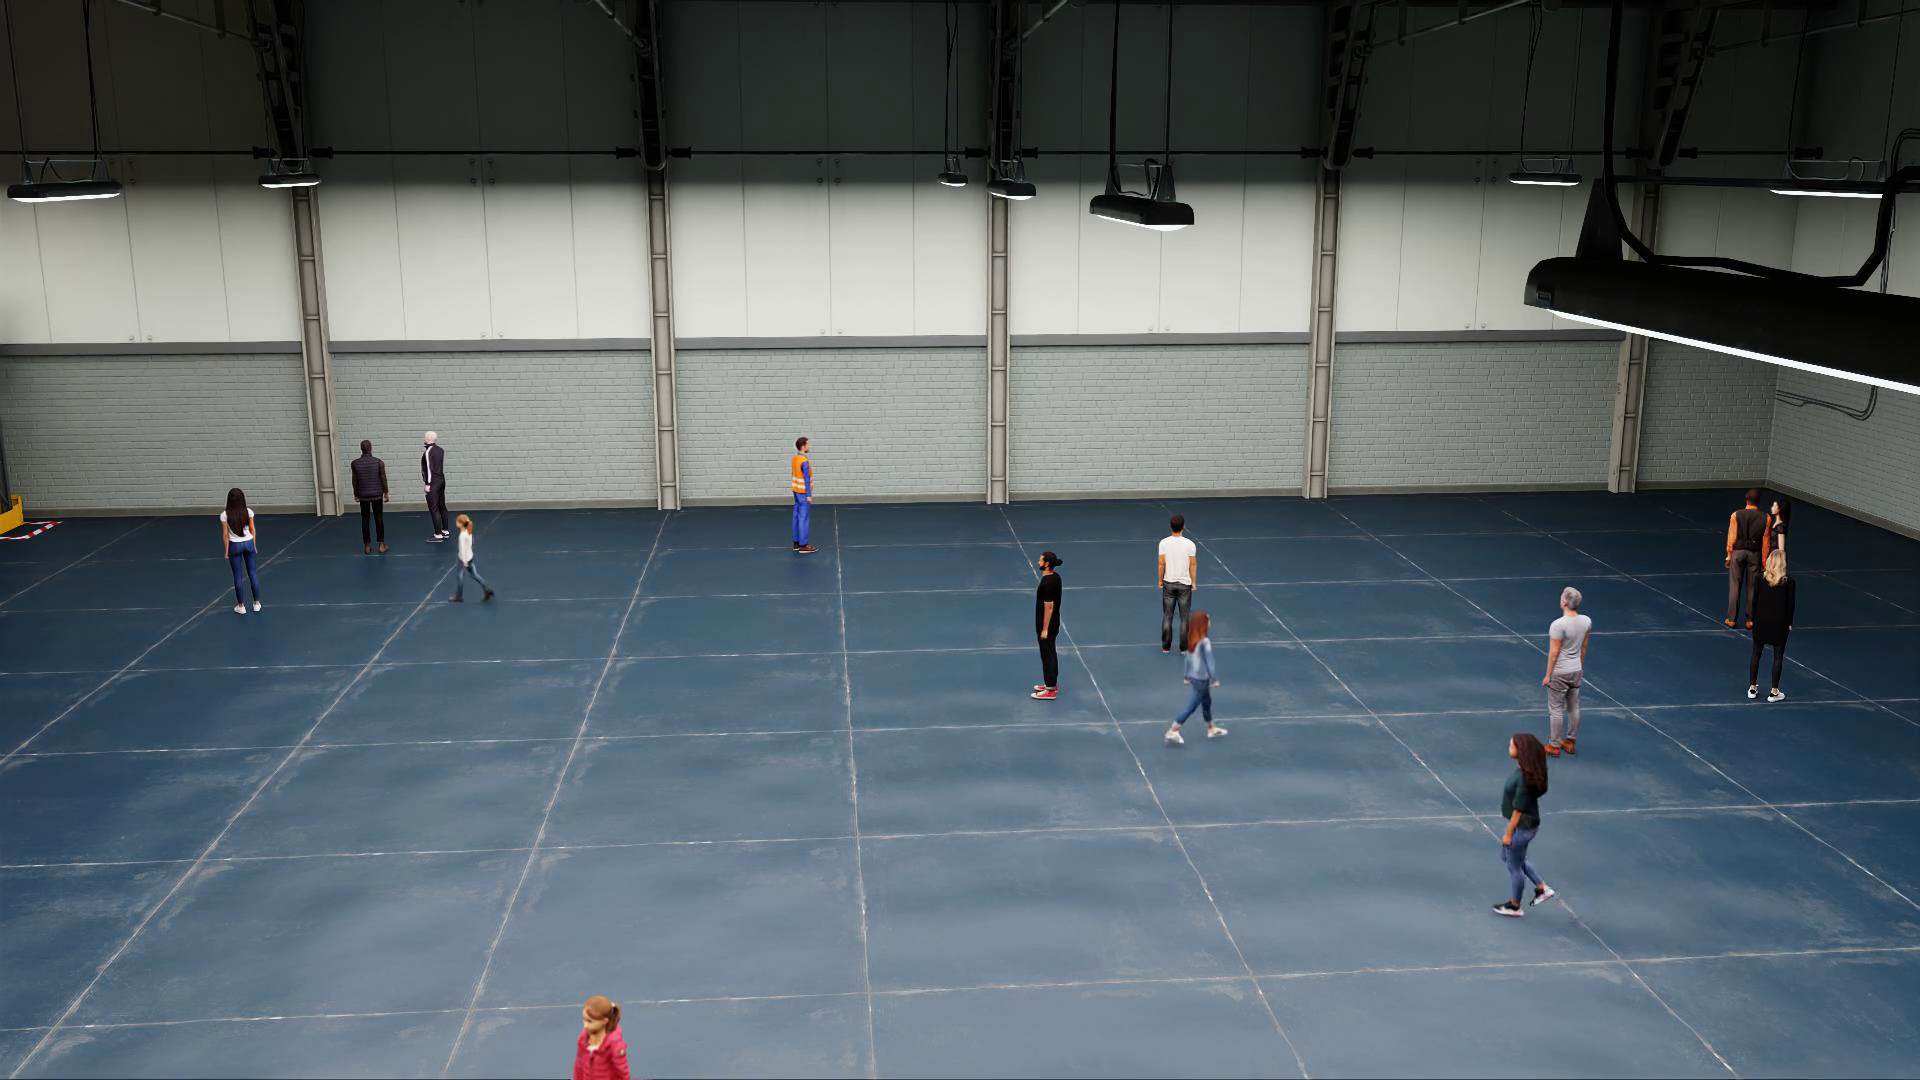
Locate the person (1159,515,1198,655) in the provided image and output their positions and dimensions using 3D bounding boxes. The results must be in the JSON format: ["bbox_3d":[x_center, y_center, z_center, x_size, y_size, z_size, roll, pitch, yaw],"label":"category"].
[{"bbox_3d":[2.781,0.560,21.337,0.610,1.804,0.774,4,14,16],"label":"person"}]

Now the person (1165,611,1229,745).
[{"bbox_3d":[2.521,1.513,17.993,1.046,1.456,0.705,-4,14,-18],"label":"person"}]

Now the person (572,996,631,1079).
[{"bbox_3d":[-2.136,3.391,10.237,0.811,1.295,0.839,8,16,32],"label":"person"}]

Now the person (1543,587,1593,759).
[{"bbox_3d":[6.438,1.395,17.667,0.658,1.832,0.825,-7,15,-28],"label":"person"}]

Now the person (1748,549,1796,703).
[{"bbox_3d":[9.499,0.989,19.493,0.663,1.800,0.721,11,17,39],"label":"person"}]

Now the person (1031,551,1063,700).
[{"bbox_3d":[1.038,0.989,19.585,0.652,1.758,0.687,2,13,10],"label":"person"}]

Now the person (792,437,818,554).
[{"bbox_3d":[-2.542,-0.745,26.841,0.752,1.862,0.777,-7,15,-28],"label":"person"}]

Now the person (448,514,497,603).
[{"bbox_3d":[-6.952,0.285,23.663,0.962,1.291,0.598,2,13,8],"label":"person"}]

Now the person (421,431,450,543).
[{"bbox_3d":[-8.697,-0.903,27.581,0.649,1.837,0.714,2,13,7],"label":"person"}]

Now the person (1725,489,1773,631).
[{"bbox_3d":[10.623,0.247,22.458,0.721,1.908,0.854,5,14,21],"label":"person"}]

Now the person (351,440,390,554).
[{"bbox_3d":[-9.483,-0.710,26.749,0.503,1.836,0.759,-2,13,-7],"label":"person"}]

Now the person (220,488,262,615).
[{"bbox_3d":[-10.024,0.139,23.216,0.617,1.775,0.727,-9,16,-34],"label":"person"}]

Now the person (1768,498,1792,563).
[{"bbox_3d":[11.001,0.315,22.422,0.617,1.791,0.663,4,14,15],"label":"person"}]

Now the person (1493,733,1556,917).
[{"bbox_3d":[4.752,2.400,13.830,0.828,1.605,0.750,6,14,24],"label":"person"}]
